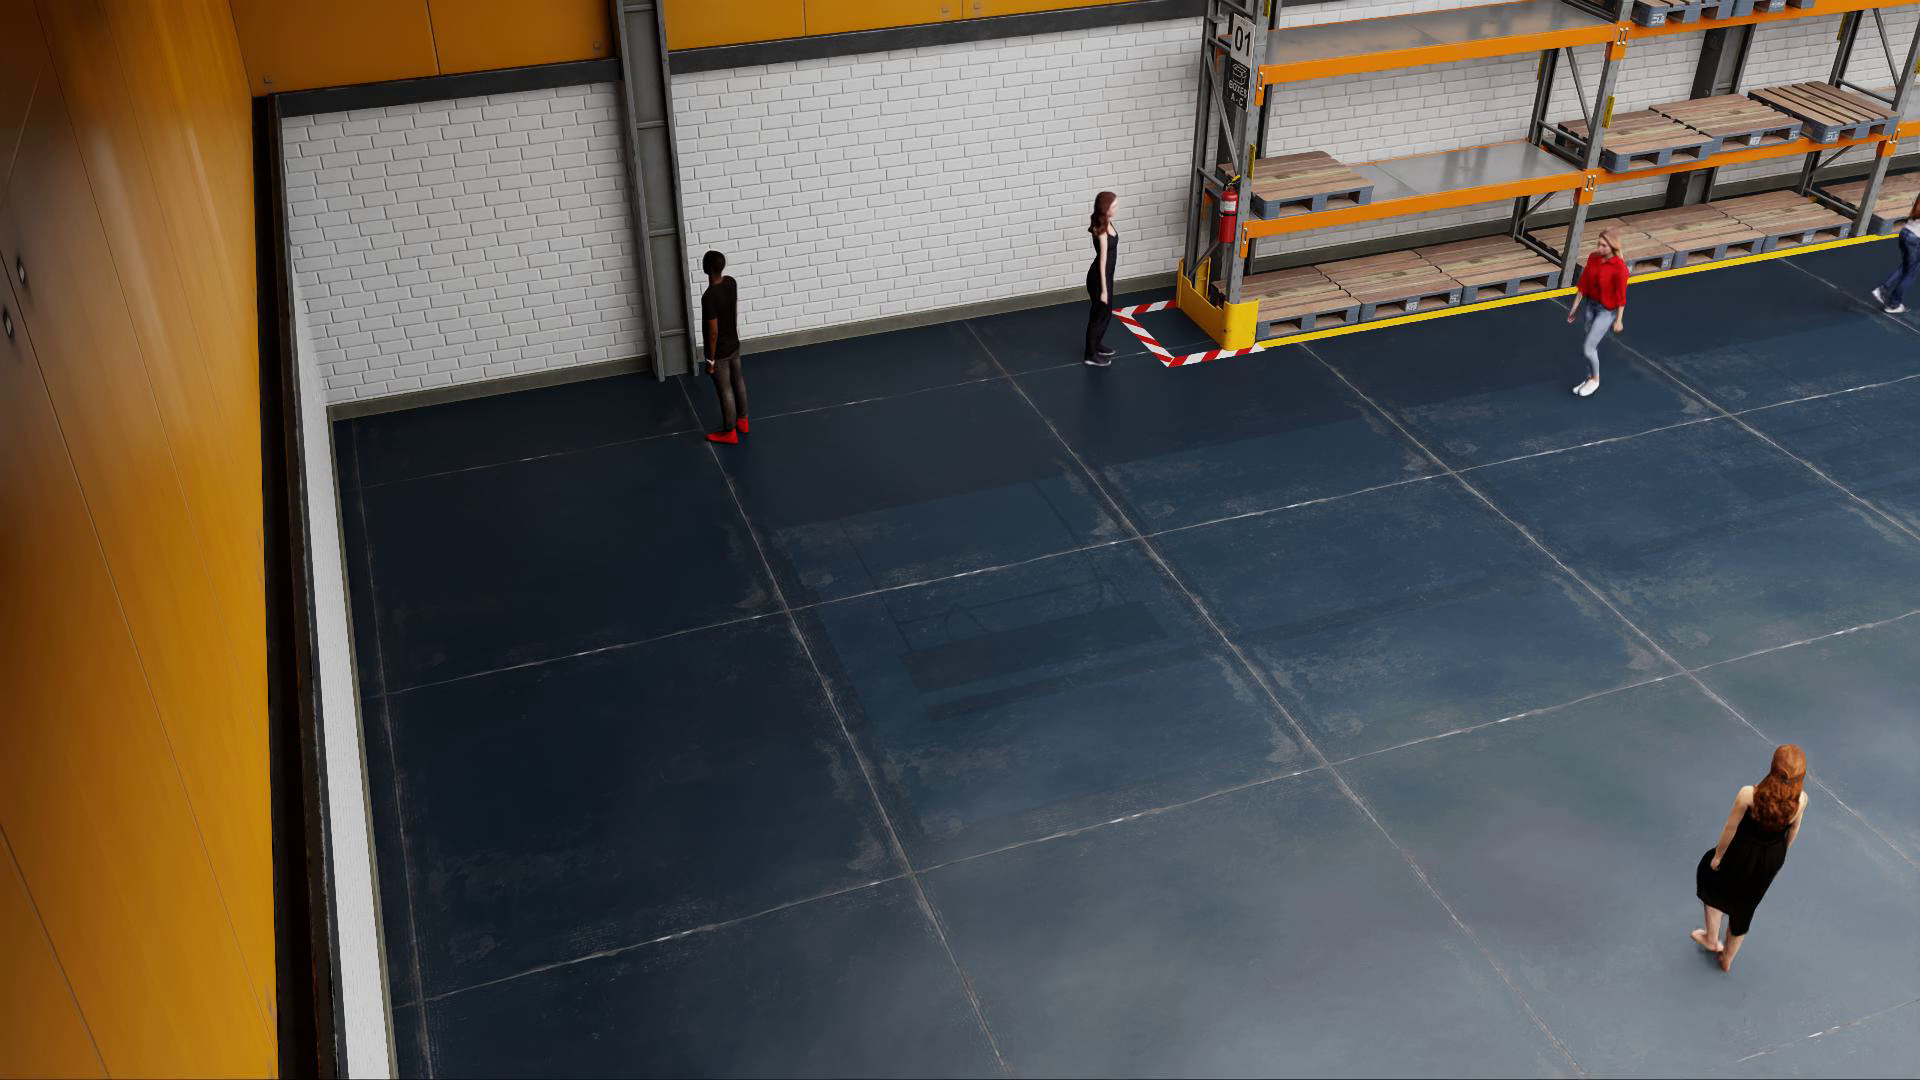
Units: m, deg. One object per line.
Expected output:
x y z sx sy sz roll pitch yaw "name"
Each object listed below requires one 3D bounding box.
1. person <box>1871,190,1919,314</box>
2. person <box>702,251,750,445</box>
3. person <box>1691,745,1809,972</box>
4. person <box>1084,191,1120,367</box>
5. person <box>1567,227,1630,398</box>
9.583 -3.019 16.797 0.705 1.547 0.617 -4 34 -6 "person"
-2.068 -1.695 14.573 0.769 1.805 0.706 15 36 21 "person"
4.489 1.857 9.405 0.657 1.609 0.748 3 34 5 "person"
1.332 -2.499 15.839 0.682 1.741 0.672 6 34 8 "person"
5.947 -2.111 15.309 0.617 1.680 0.634 -14 36 -20 "person"
